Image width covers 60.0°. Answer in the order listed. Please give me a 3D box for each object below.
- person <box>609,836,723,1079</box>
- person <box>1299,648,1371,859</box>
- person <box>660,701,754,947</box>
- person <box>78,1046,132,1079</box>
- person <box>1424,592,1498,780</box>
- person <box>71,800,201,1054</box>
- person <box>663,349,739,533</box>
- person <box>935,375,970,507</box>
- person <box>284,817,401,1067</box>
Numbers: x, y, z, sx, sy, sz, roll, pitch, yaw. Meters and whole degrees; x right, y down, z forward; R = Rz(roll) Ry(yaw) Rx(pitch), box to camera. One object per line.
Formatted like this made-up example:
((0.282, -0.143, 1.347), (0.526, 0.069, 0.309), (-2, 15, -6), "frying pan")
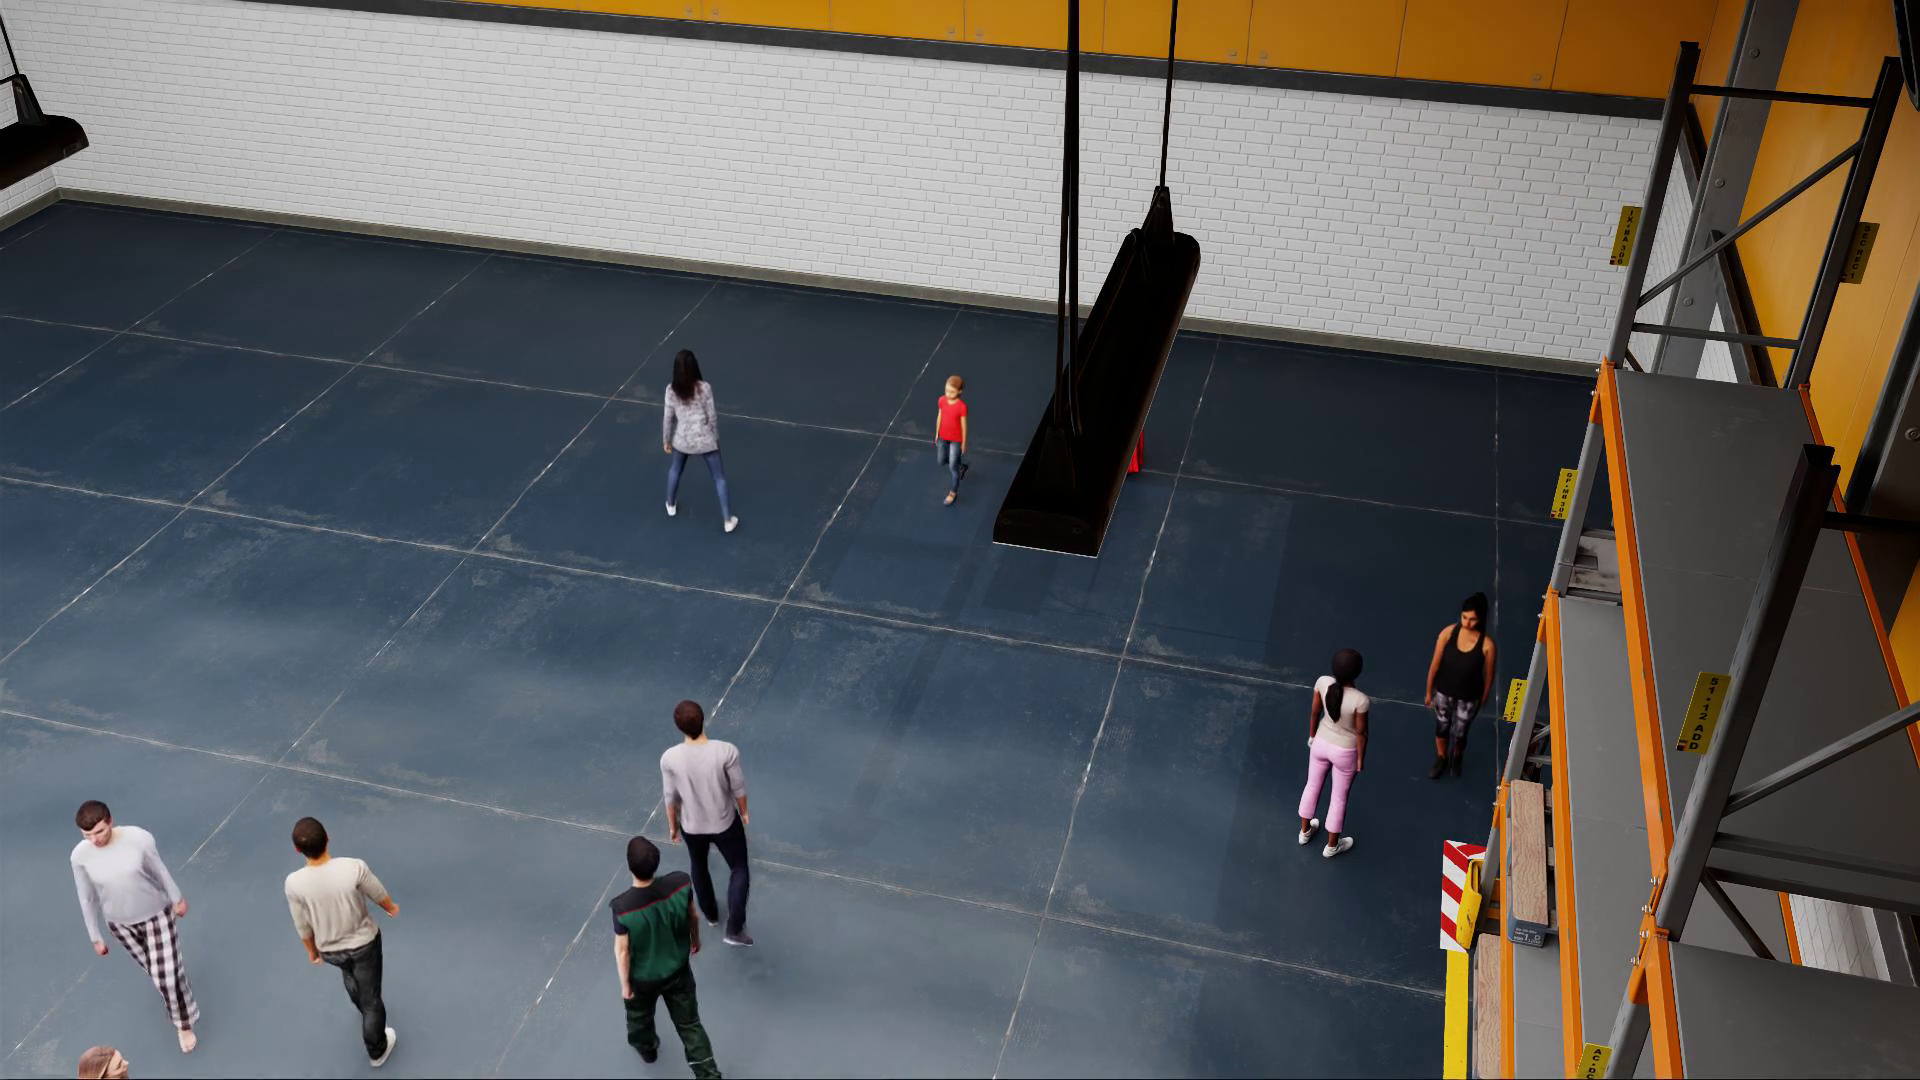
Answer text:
((-1.711, 2.557, 9.721), (1.226, 1.864, 1.240), (-22, 39, -29), "person")
((2.593, 1.450, 11.498), (0.656, 1.742, 0.655), (27, 42, 34), "person")
((-1.637, 1.876, 10.788), (0.823, 1.818, 0.967), (0, 34, 1), "person")
((-4.350, 3.274, 8.786), (0.728, 1.705, 0.657), (-16, 37, -23), "person")
((3.668, 1.050, 12.182), (0.658, 1.651, 0.672), (19, 38, 26), "person")
((-5.056, 2.233, 10.243), (0.947, 1.826, 1.065), (-10, 35, -14), "person")
((-2.450, -0.904, 15.082), (0.956, 1.694, 0.819), (3, 34, 5), "person")
((-0.040, -0.977, 15.548), (0.626, 1.300, 0.769), (22, 39, 29), "person")
((-3.664, 2.470, 9.931), (0.858, 1.777, 0.950), (-3, 34, -5), "person")
